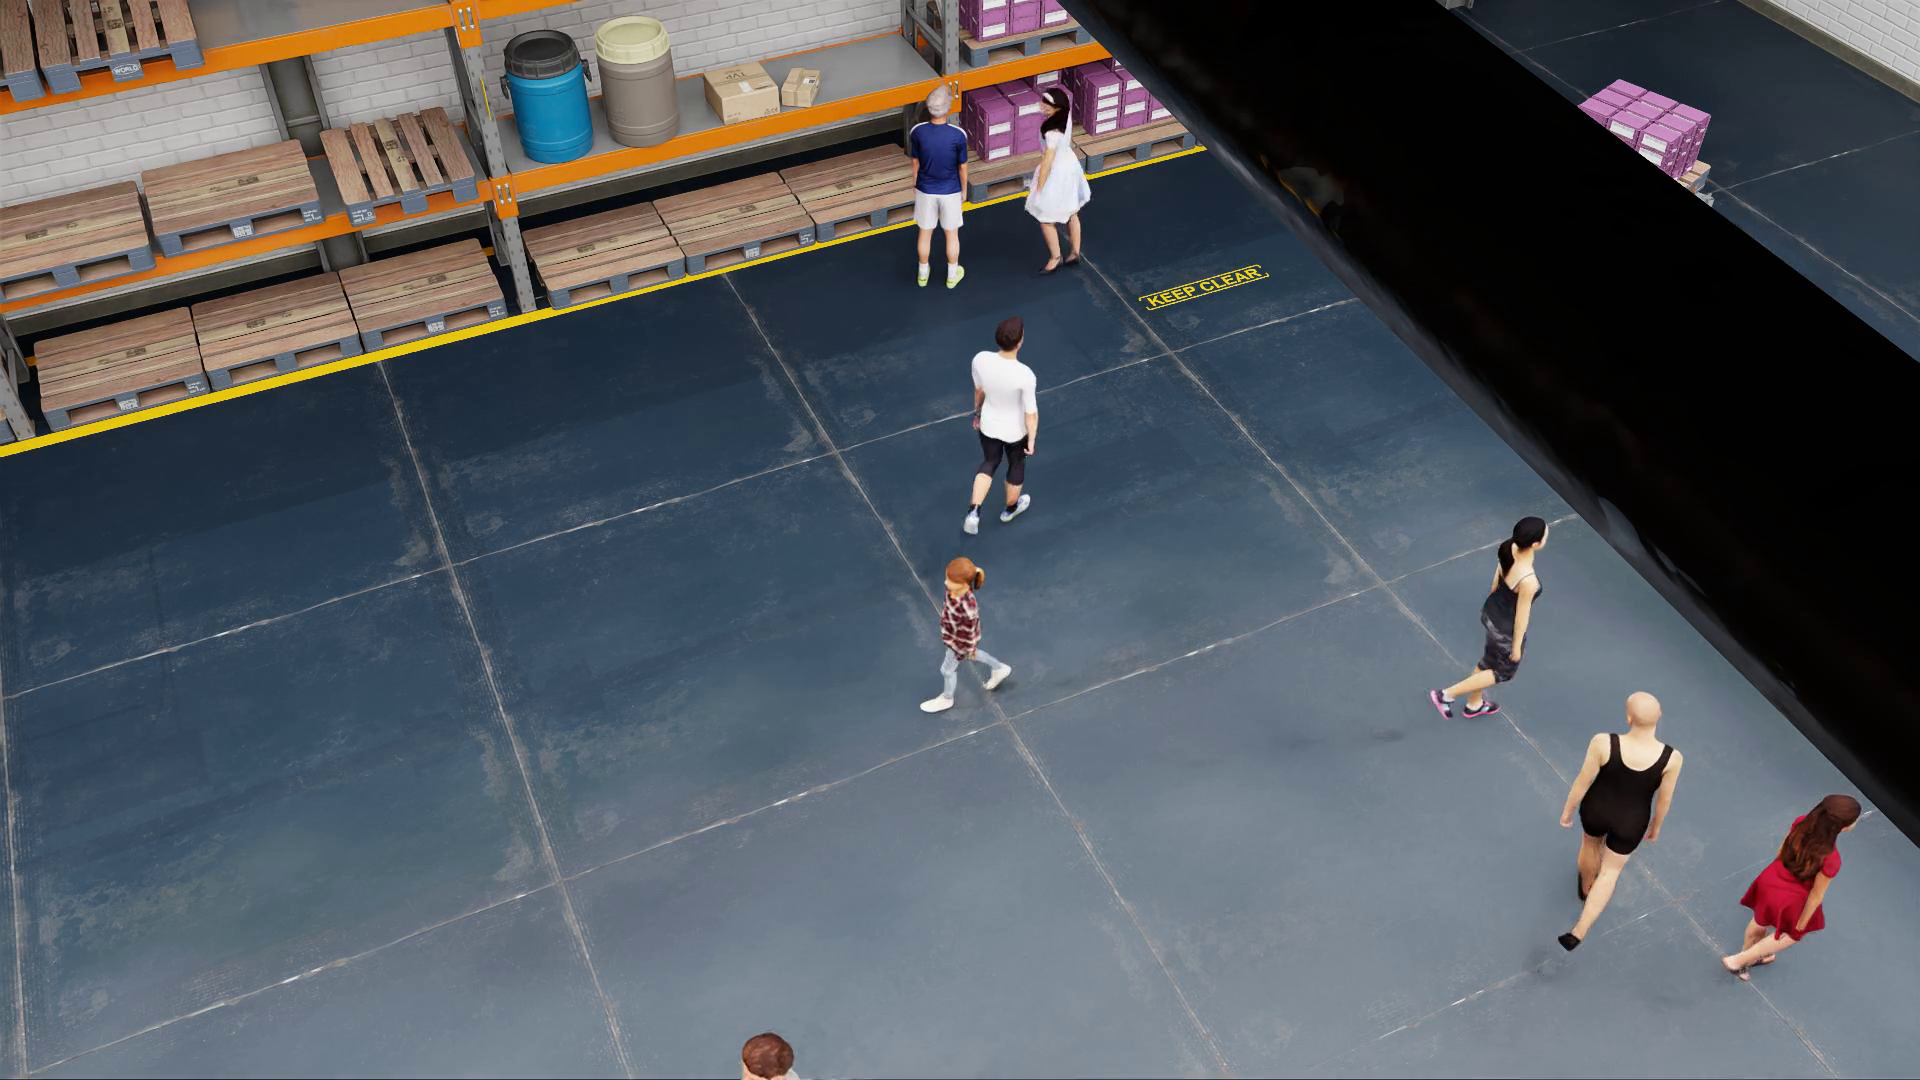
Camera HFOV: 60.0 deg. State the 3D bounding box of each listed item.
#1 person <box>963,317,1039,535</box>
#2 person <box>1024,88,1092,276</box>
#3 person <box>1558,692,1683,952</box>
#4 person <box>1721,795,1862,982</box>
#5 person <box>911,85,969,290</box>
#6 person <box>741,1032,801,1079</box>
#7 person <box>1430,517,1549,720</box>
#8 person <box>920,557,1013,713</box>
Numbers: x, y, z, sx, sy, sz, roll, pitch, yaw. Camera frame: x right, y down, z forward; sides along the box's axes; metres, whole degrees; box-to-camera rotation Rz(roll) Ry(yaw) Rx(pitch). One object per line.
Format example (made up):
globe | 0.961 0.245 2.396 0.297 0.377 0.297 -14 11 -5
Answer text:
person | 0.265 -0.755 11.669 0.988 1.831 1.096 22 48 21
person | 0.834 -3.011 14.073 0.954 1.782 0.893 28 50 27
person | 3.601 1.605 9.231 1.064 1.778 1.144 18 46 18
person | 4.471 1.921 9.066 0.737 1.547 0.605 -10 45 -10
person | -0.177 -2.948 13.970 0.657 1.834 0.770 4 44 5
person | -0.760 2.843 7.865 1.211 1.870 0.863 -31 51 -28
person | 3.302 0.548 10.386 0.844 1.715 0.707 -5 44 -6
person | 0.066 0.578 10.664 0.908 1.289 0.640 -9 44 -9
